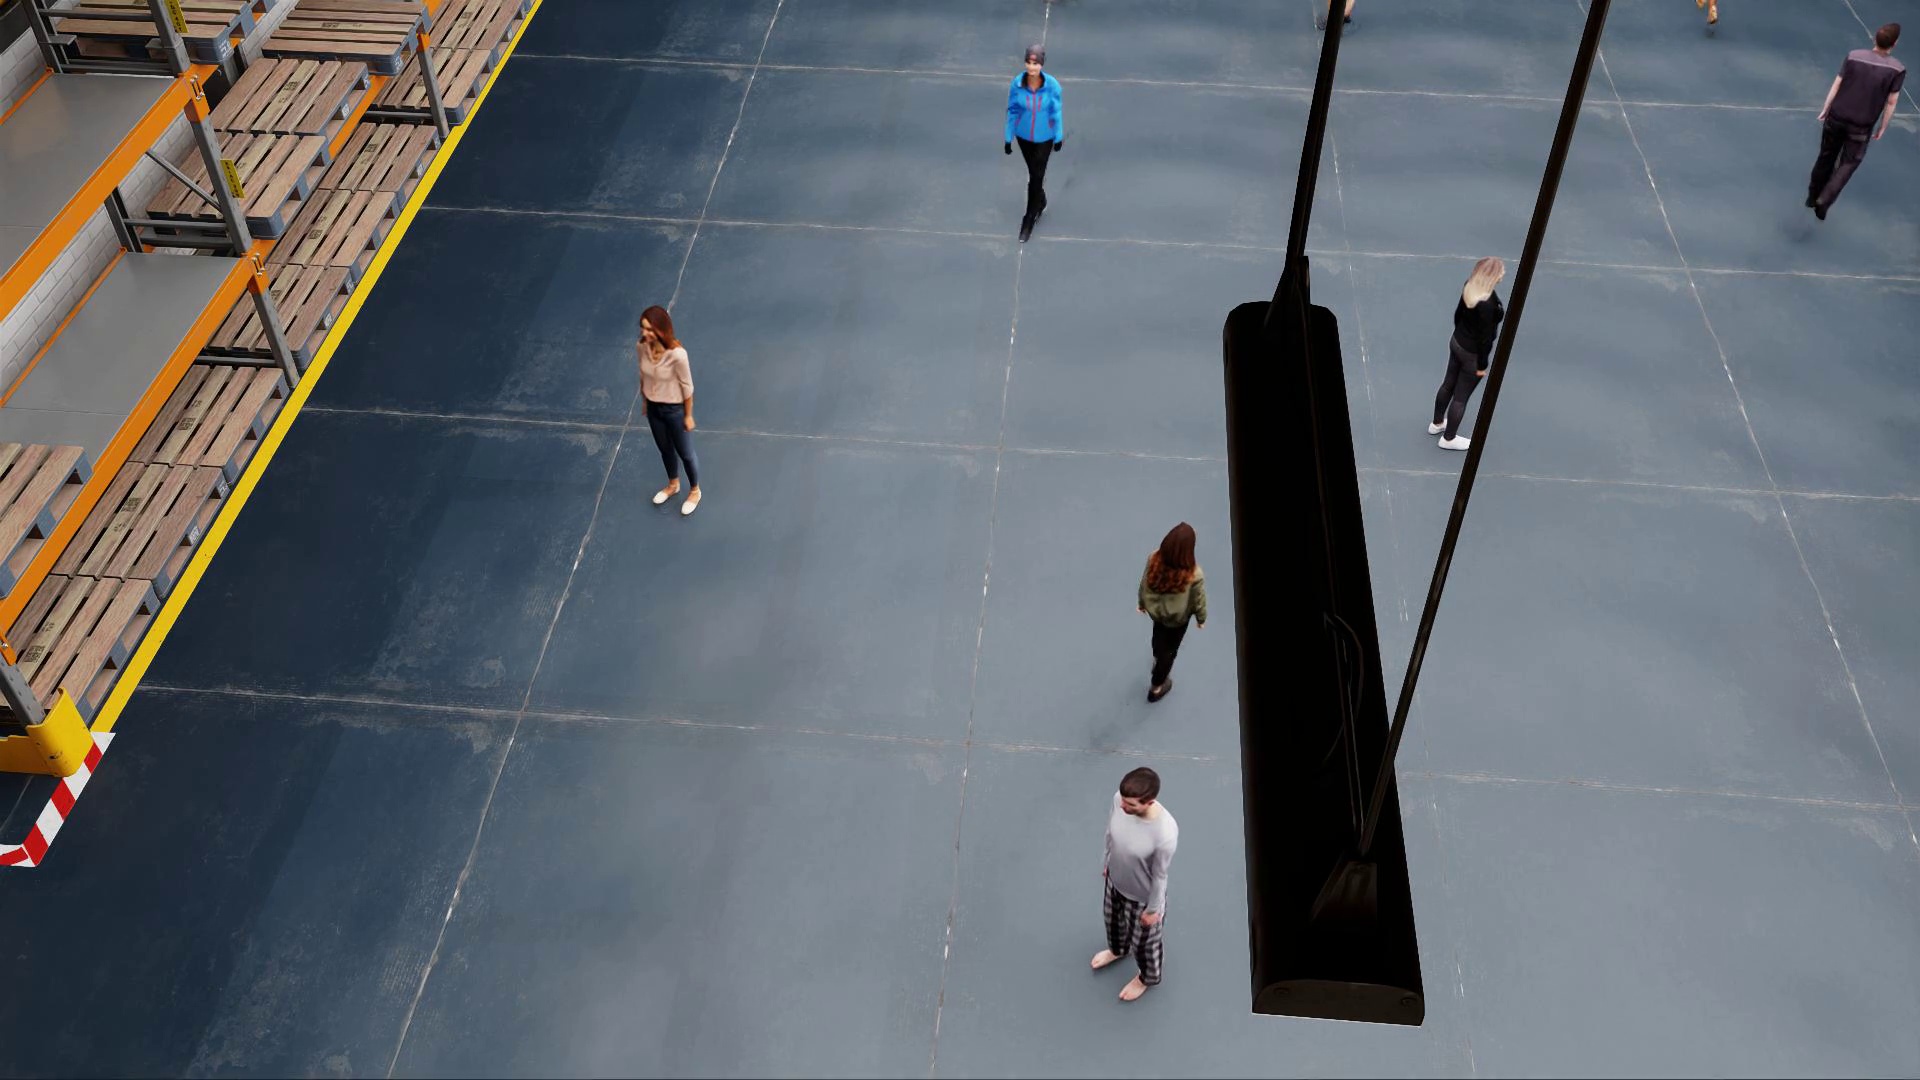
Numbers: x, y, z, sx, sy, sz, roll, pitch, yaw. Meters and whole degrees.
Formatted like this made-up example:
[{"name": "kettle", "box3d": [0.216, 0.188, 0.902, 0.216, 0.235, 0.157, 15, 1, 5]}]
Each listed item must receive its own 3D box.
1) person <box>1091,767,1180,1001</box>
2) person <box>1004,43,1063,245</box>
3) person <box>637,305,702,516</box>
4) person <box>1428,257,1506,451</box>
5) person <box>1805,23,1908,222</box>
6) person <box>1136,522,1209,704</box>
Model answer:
[{"name": "person", "box3d": [0.967, 1.849, 9.060, 0.757, 1.844, 0.686, -27, 50, -26]}, {"name": "person", "box3d": [0.696, -3.620, 14.856, 0.842, 1.767, 1.089, 16, 46, 17]}, {"name": "person", "box3d": [-2.101, -0.958, 12.044, 0.663, 1.792, 0.653, 21, 47, 20]}, {"name": "person", "box3d": [3.849, -1.430, 12.616, 0.730, 1.686, 0.560, -7, 44, -8]}, {"name": "person", "box3d": [7.962, -3.718, 14.914, 1.027, 1.830, 1.128, 30, 51, 28]}, {"name": "person", "box3d": [1.314, 0.505, 10.747, 0.755, 1.463, 0.804, 26, 49, 25]}]
